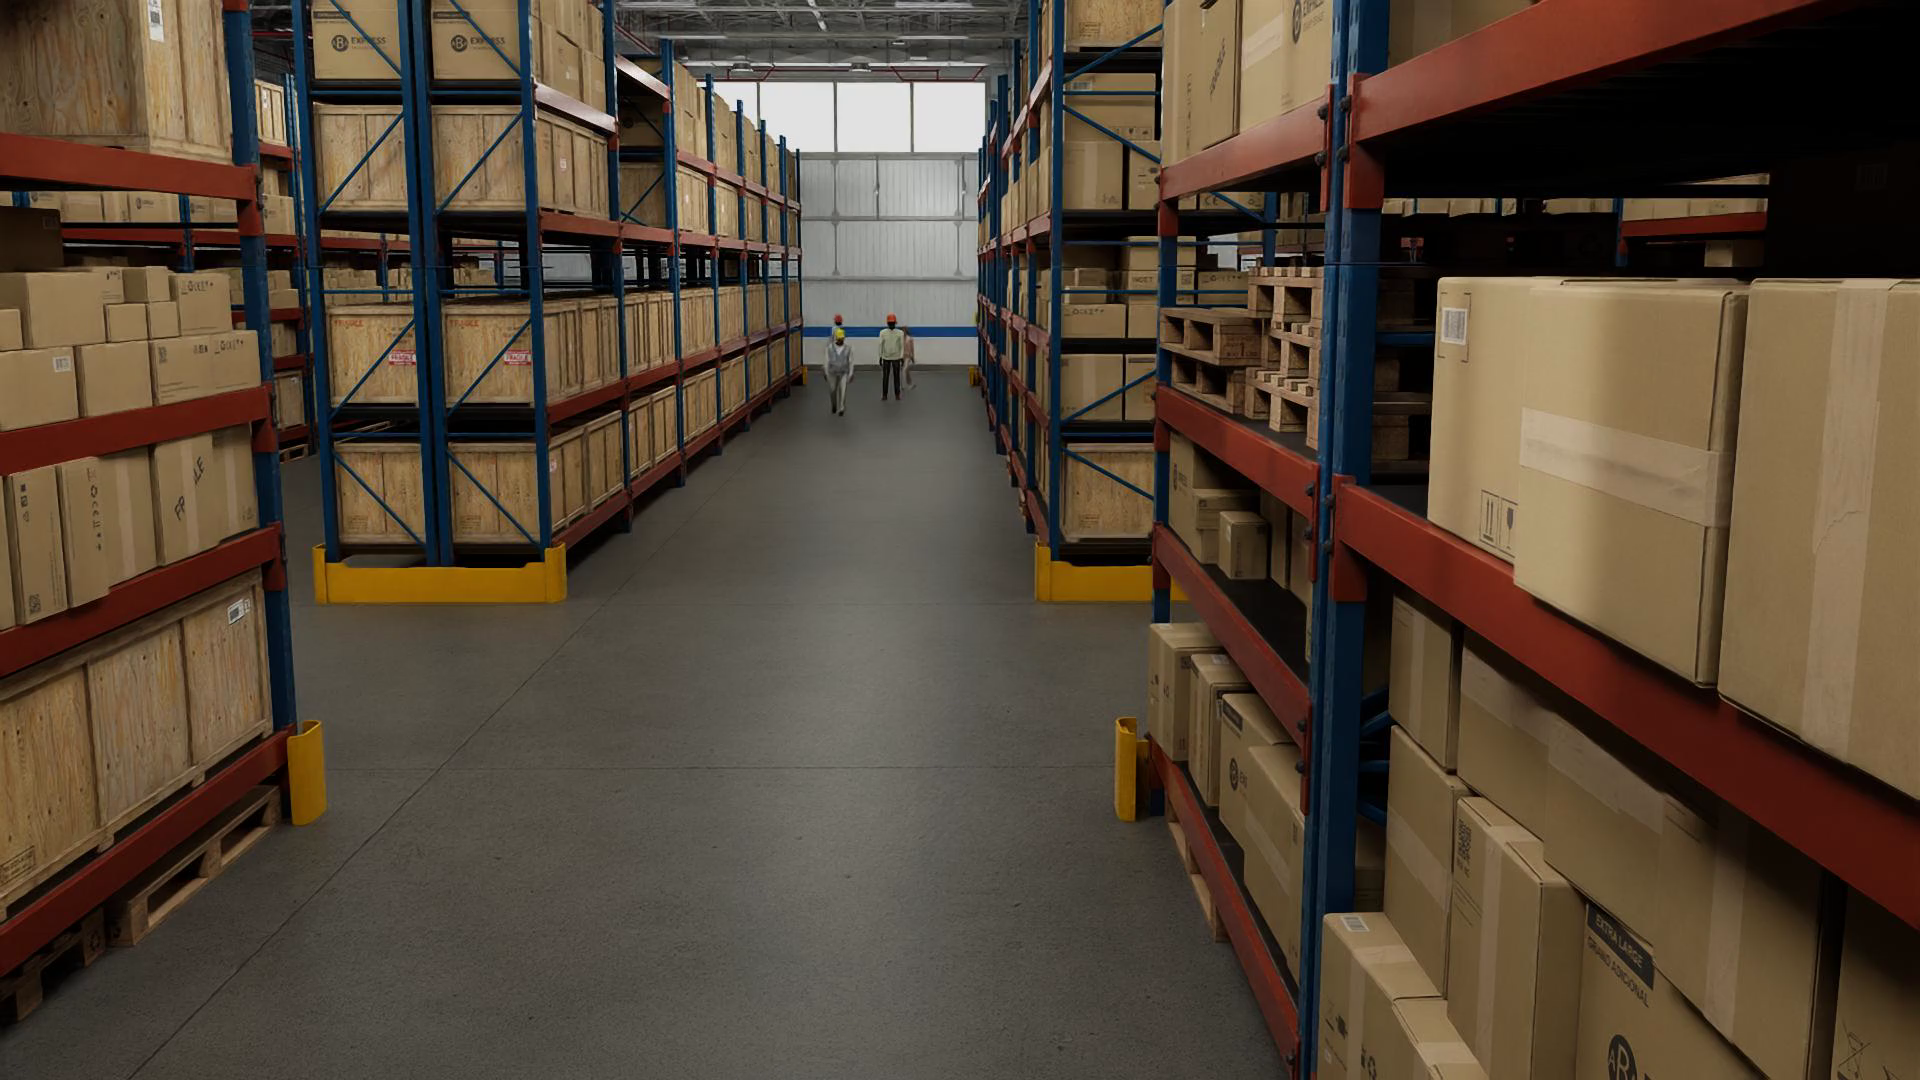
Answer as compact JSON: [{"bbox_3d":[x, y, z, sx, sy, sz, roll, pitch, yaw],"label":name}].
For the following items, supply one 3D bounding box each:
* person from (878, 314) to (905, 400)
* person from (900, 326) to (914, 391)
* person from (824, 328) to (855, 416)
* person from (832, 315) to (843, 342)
[{"bbox_3d":[-1.583,-4.221,38.447,0.610,1.995,0.375,0,9,-1],"label":"person"},{"bbox_3d":[-1.363,-4.563,41.701,0.520,1.604,0.813,6,11,33],"label":"person"},{"bbox_3d":[-2.481,-3.448,34.237,0.628,1.816,0.465,-1,9,-4],"label":"person"},{"bbox_3d":[-3.522,-5.525,47.247,0.615,1.731,0.567,-3,10,-20],"label":"person"}]
